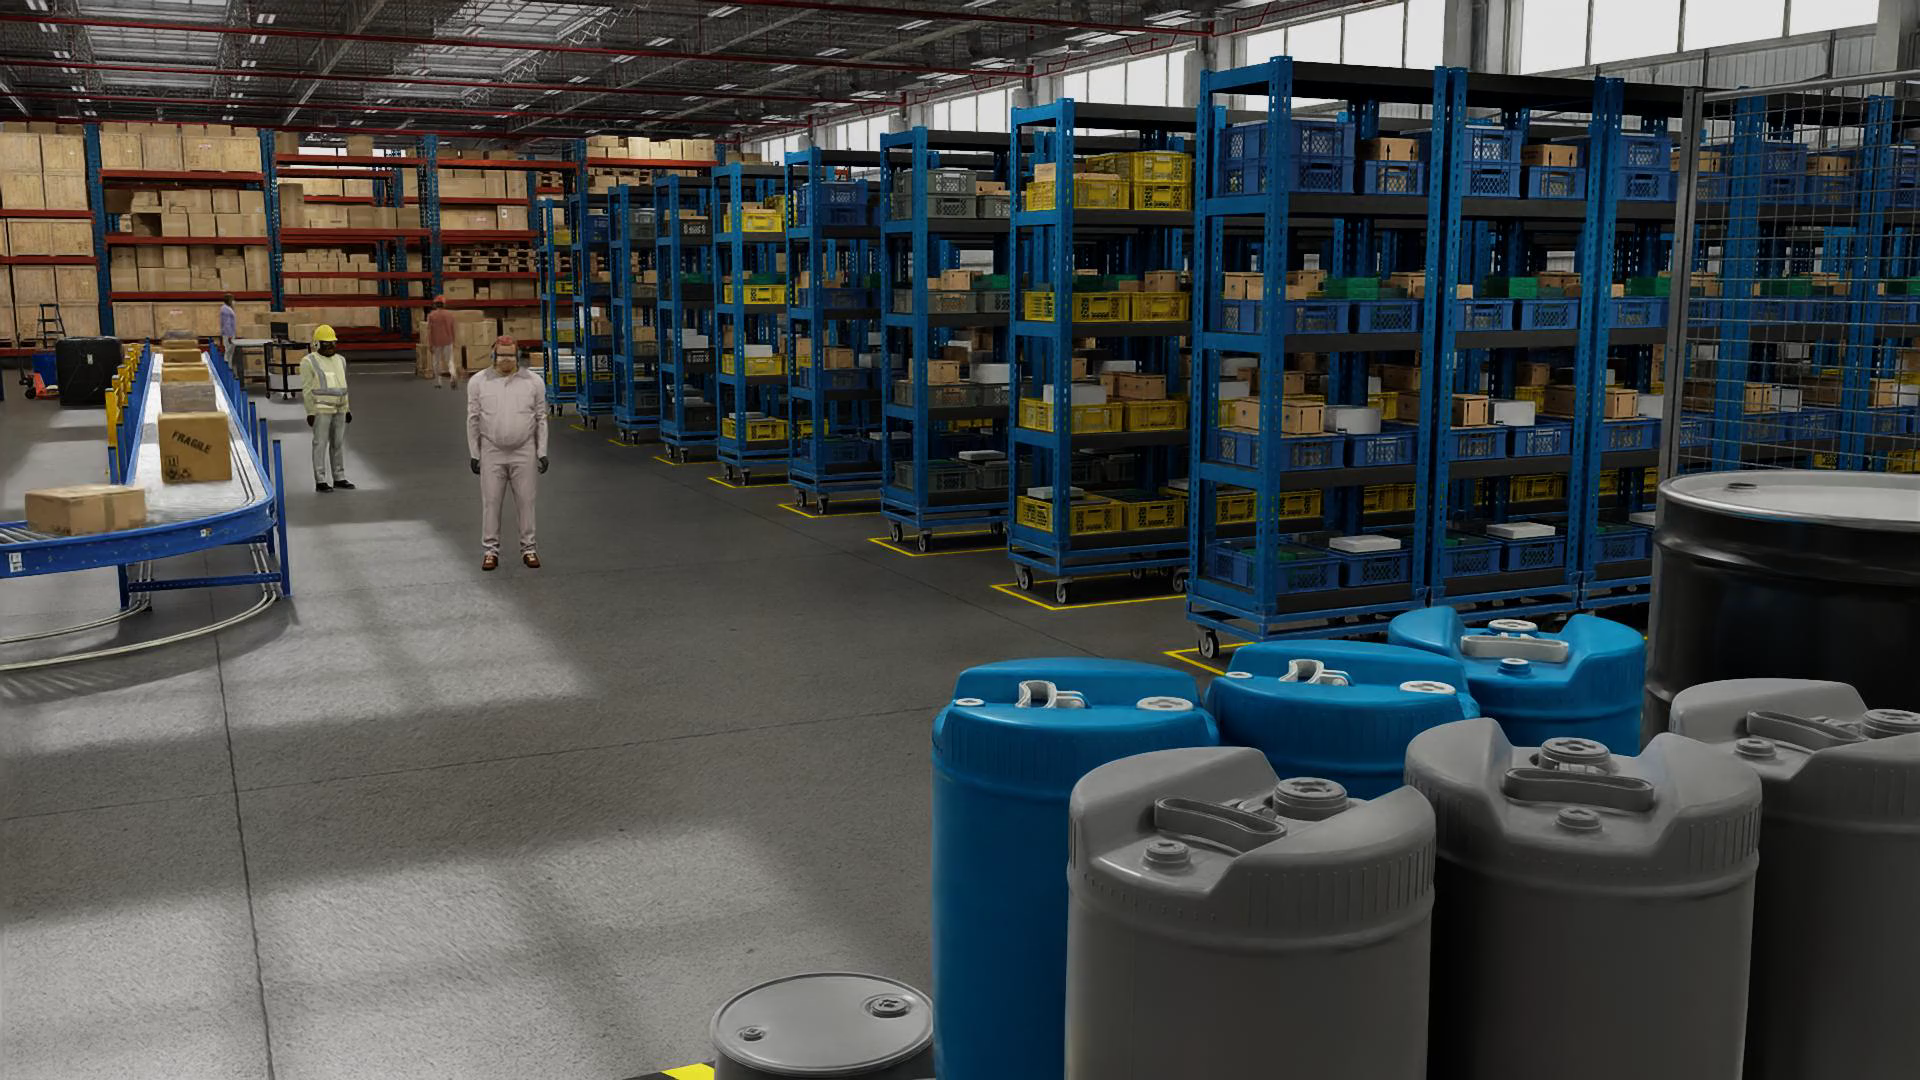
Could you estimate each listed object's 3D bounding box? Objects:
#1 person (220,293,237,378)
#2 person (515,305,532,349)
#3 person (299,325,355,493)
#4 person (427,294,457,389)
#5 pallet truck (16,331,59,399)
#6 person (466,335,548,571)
[{"bbox_3d":[-16.502,-4.607,37.582,0.372,1.940,0.632,-4,10,-21],"label":"person"},{"bbox_3d":[-13.353,-6.680,50.733,0.633,1.846,0.429,4,10,23],"label":"person"},{"bbox_3d":[-6.936,-1.443,18.281,0.404,1.831,0.600,5,10,27],"label":"person"},{"bbox_3d":[-10.593,-4.056,34.106,0.614,1.966,0.826,-6,11,-33],"label":"person"},{"bbox_3d":[-17.082,-3.353,31.781,1.630,1.274,0.653,-4,10,-25],"label":"pallet truck"},{"bbox_3d":[-3.663,-0.707,13.495,0.638,1.906,0.407,-3,10,-18],"label":"person"}]
